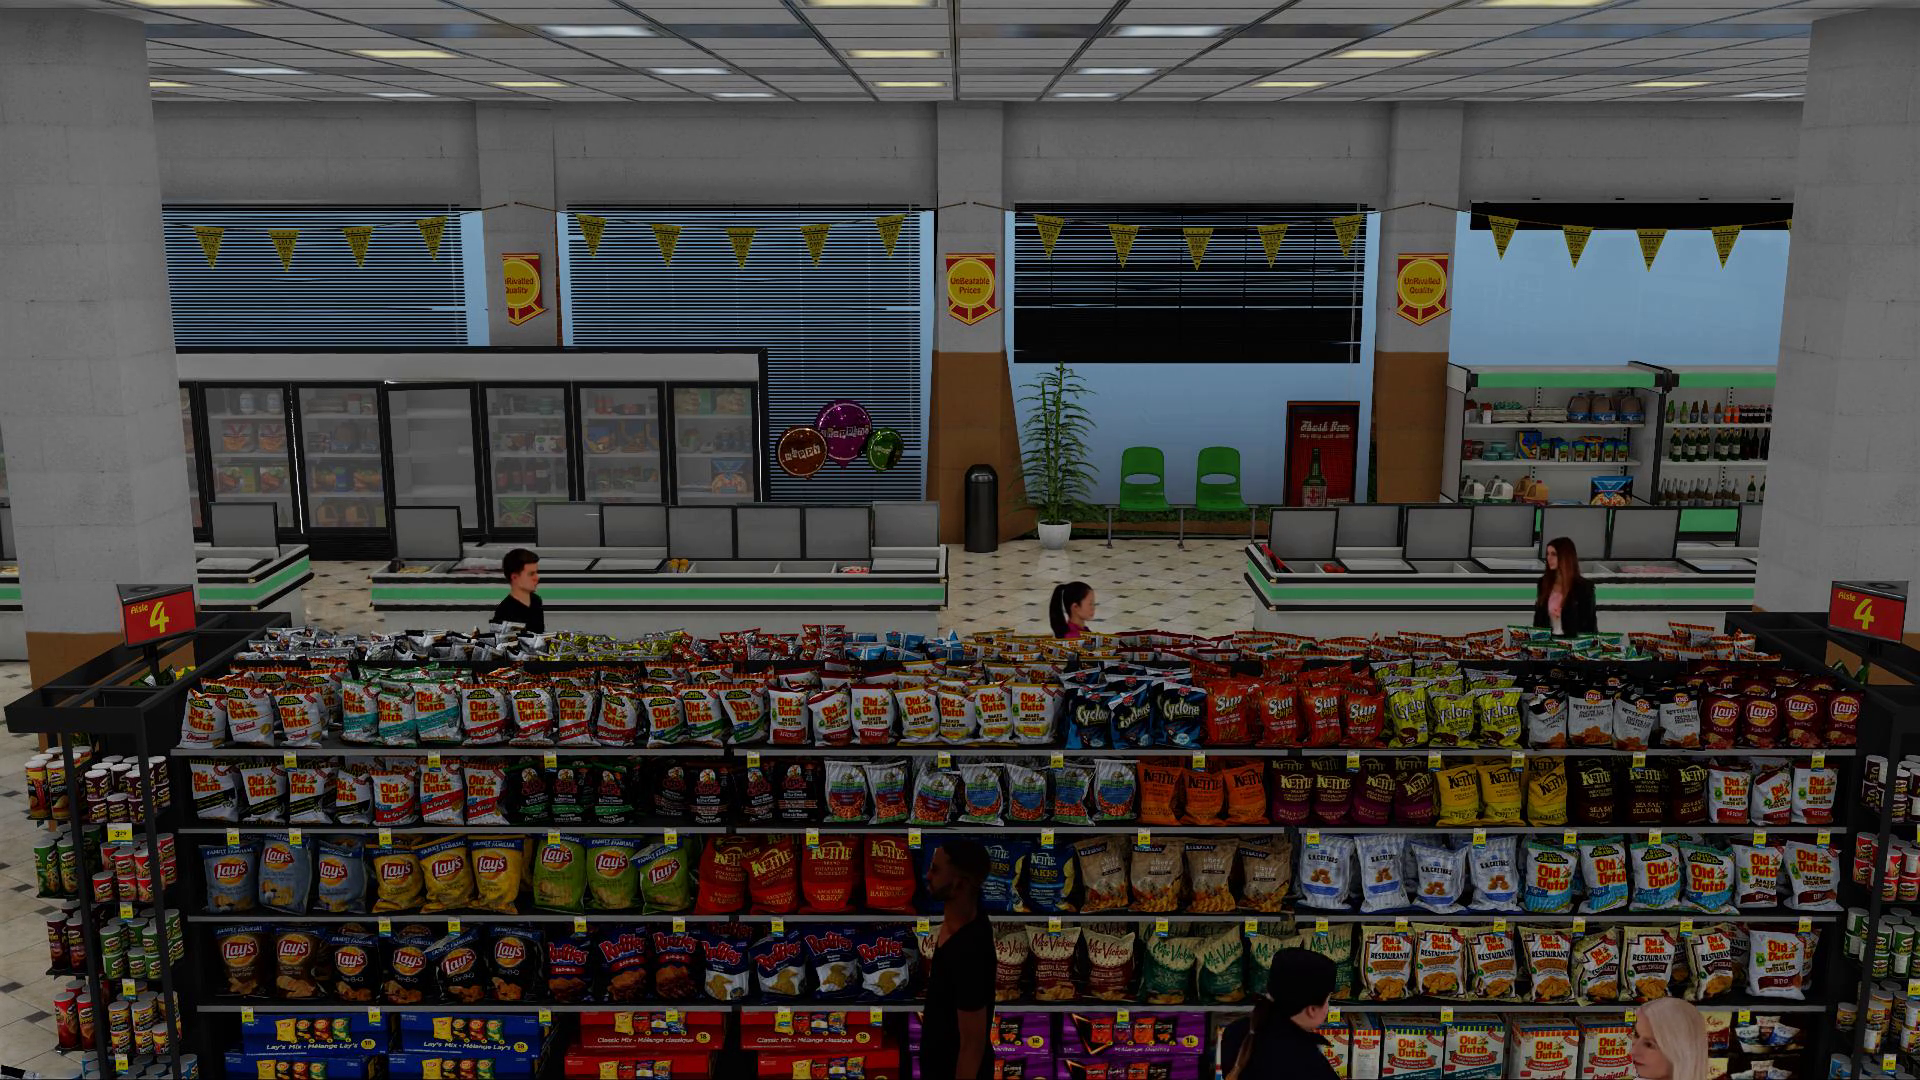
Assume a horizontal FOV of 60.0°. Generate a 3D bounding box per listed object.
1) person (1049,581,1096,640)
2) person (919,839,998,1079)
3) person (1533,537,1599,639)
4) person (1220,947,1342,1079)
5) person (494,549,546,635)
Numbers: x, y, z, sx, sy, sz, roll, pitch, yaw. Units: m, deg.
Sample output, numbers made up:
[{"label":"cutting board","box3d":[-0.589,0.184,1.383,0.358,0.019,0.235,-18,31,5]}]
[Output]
[{"label":"person","box3d":[0.698,1.089,10.285,0.559,1.699,0.584,-1,12,-4]},{"label":"person","box3d":[0.009,1.933,6.019,0.526,1.806,0.640,-1,12,-3]},{"label":"person","box3d":[4.333,0.803,11.705,1.259,1.674,1.049,-8,15,-35]},{"label":"person","box3d":[0.922,2.171,5.351,1.227,1.615,1.086,-7,14,-30]},{"label":"person","box3d":[-2.852,0.963,10.553,1.054,1.837,0.800,2,12,9]}]
